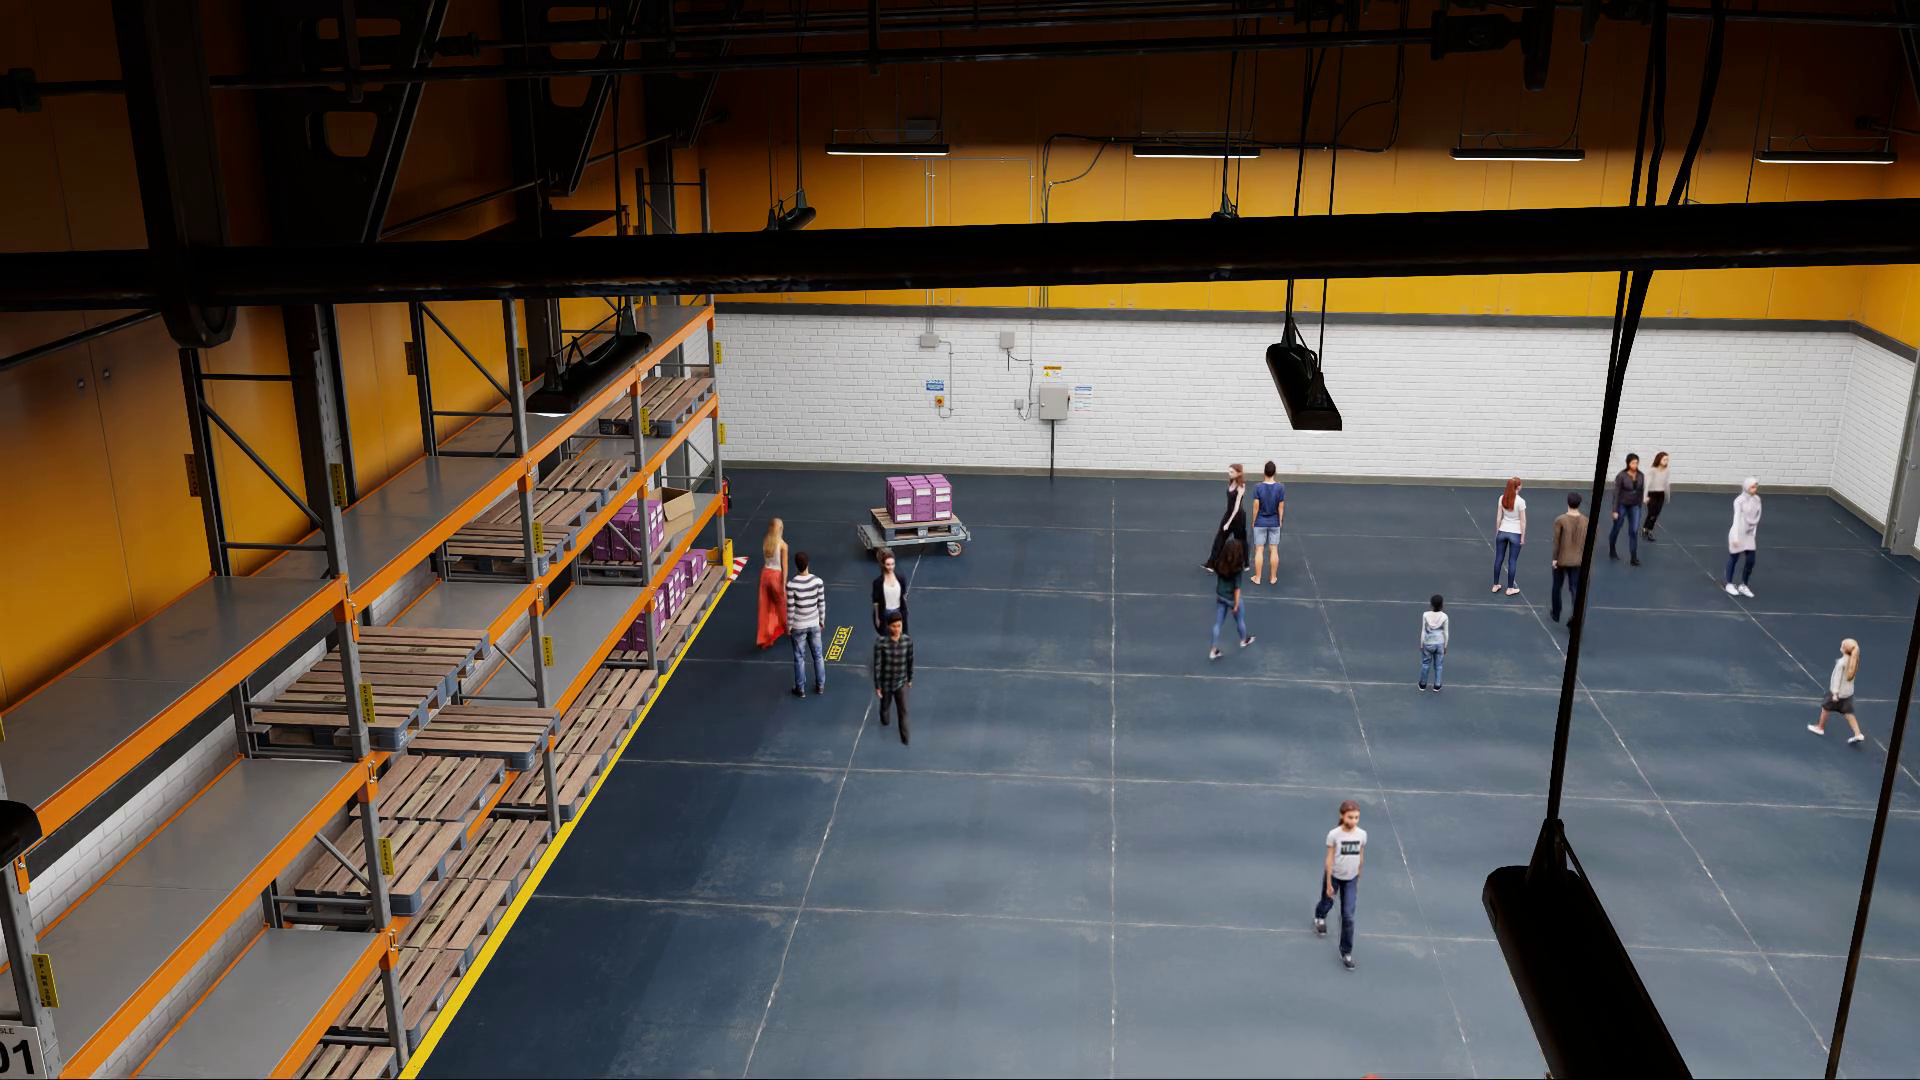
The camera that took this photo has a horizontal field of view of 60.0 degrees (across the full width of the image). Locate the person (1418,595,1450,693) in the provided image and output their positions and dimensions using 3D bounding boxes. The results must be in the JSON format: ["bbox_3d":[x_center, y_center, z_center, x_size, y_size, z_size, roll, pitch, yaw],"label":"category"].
[{"bbox_3d":[5.924,1.285,20.810,0.509,1.261,0.531,5,19,14],"label":"person"}]

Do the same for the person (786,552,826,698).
[{"bbox_3d":[-1.910,1.042,20.616,0.722,1.846,0.695,-7,20,-20],"label":"person"}]

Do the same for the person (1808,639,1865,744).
[{"bbox_3d":[10.326,1.772,19.368,0.798,1.258,0.951,-9,21,-24],"label":"person"}]

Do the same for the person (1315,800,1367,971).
[{"bbox_3d":[3.442,3.045,15.156,0.618,1.535,1.065,-1,19,-2],"label":"person"}]

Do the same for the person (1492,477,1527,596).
[{"bbox_3d":[7.950,-0.066,24.074,0.662,1.739,0.698,16,24,39],"label":"person"}]

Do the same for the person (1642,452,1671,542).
[{"bbox_3d":[10.991,-0.705,26.386,0.619,1.474,0.602,-4,19,-11],"label":"person"}]

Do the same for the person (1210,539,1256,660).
[{"bbox_3d":[3.461,0.799,21.763,1.127,1.574,1.022,-18,25,-42],"label":"person"}]

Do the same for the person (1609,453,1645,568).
[{"bbox_3d":[10.118,-0.488,25.374,0.739,1.709,1.135,-1,19,-3],"label":"person"}]

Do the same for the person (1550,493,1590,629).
[{"bbox_3d":[8.357,0.310,22.765,0.652,1.861,1.031,1,19,3],"label":"person"}]

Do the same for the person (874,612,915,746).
[{"bbox_3d":[-0.802,1.640,19.636,0.868,1.679,1.146,-3,19,-10],"label":"person"}]

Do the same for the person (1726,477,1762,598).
[{"bbox_3d":[11.249,-0.069,24.042,0.713,1.764,0.750,-4,19,-11],"label":"person"}]

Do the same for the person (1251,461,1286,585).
[{"bbox_3d":[4.523,-0.253,24.454,0.628,1.850,0.575,0,19,0],"label":"person"}]

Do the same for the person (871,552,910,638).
[{"bbox_3d":[-0.930,0.951,21.221,0.921,1.631,1.204,-6,19,-16],"label":"person"}]

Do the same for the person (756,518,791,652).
[{"bbox_3d":[-2.530,0.617,22.008,1.003,1.762,1.244,11,21,29],"label":"person"}]

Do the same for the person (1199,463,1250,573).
[{"bbox_3d":[4.204,-0.305,24.839,1.023,1.702,1.073,-10,21,-27],"label":"person"}]
